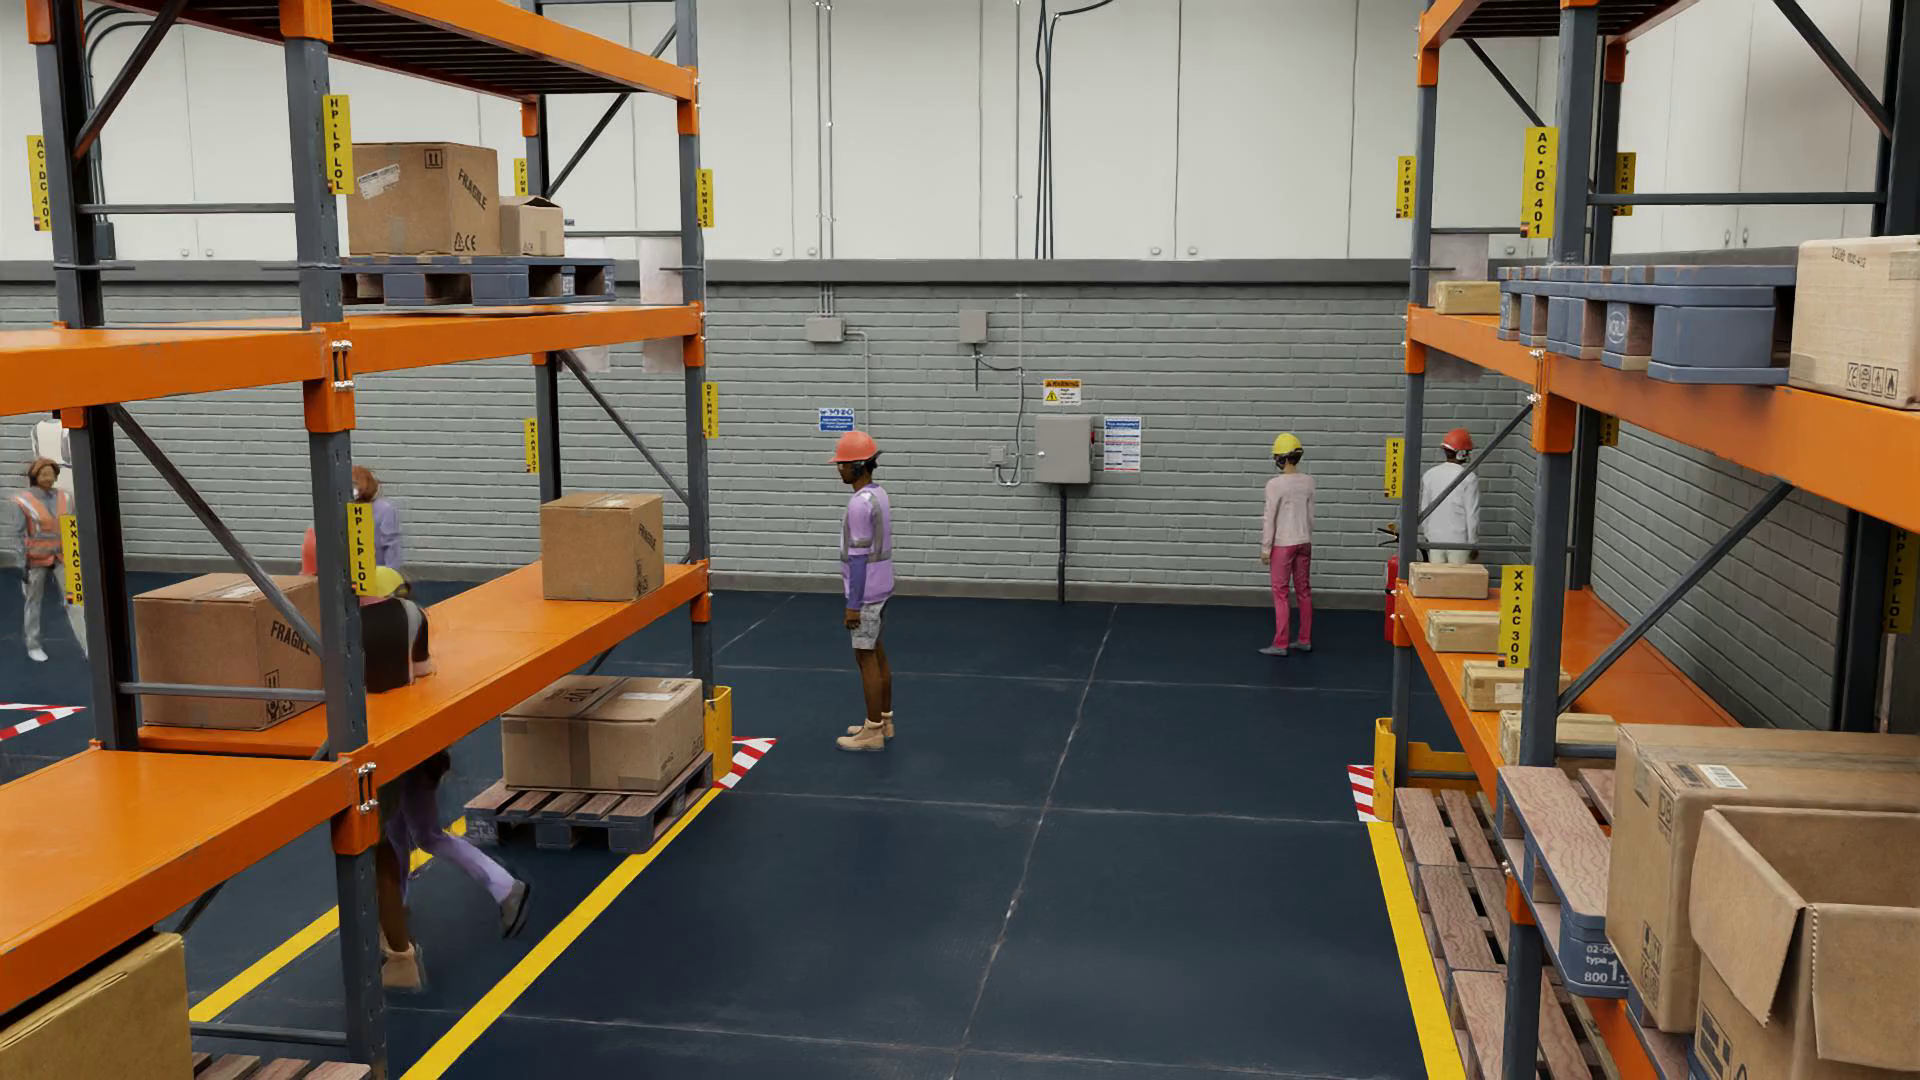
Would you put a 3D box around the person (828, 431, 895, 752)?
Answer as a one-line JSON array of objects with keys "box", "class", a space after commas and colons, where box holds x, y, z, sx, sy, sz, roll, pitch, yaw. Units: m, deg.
[{"box": [-0.625, 0.324, 10.545, 0.410, 2.035, 0.601, 1, 9, 6], "class": "person"}]

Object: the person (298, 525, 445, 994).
[{"box": [-2.531, 0.914, 7.006, 0.706, 2.003, 0.661, 5, 11, 30], "class": "person"}]

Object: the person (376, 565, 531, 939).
[{"box": [-2.378, 0.968, 7.487, 0.811, 1.718, 0.573, 0, 9, 0], "class": "person"}]

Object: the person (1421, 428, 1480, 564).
[{"box": [4.036, -0.035, 13.608, 0.341, 1.752, 0.571, -5, 11, -30], "class": "person"}]

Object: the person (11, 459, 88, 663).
[{"box": [-6.955, 0.179, 12.753, 0.860, 1.592, 0.551, 6, 11, 34], "class": "person"}]

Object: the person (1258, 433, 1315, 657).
[{"box": [2.578, 0.038, 13.142, 0.522, 1.758, 0.350, -7, 11, -36], "class": "person"}]
